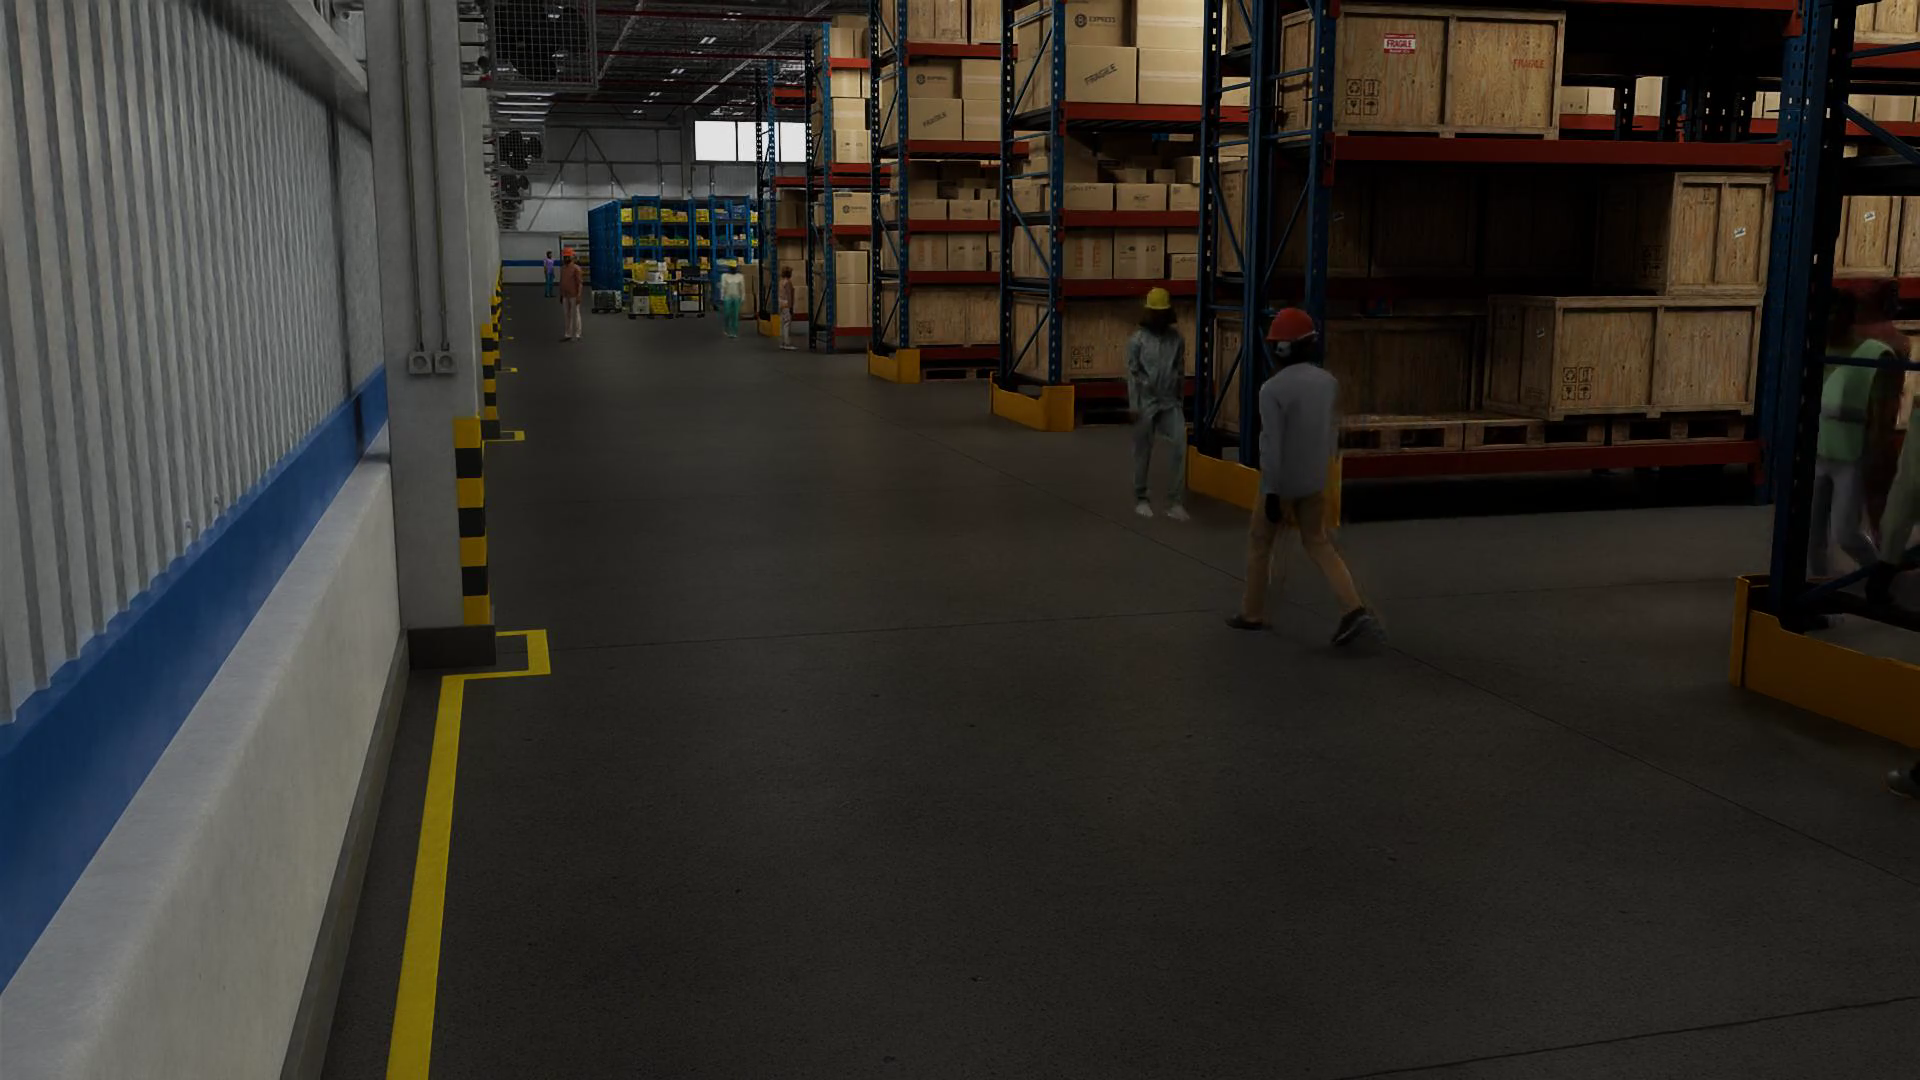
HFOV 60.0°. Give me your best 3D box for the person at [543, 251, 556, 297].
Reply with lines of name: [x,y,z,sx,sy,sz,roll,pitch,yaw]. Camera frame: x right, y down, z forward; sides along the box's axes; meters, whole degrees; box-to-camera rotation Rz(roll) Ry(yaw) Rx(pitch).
person: [-16.370,-10.578,66.244,0.373,1.833,0.562,4,11,23]

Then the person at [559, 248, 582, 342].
person: [-8.261,-5.185,35.240,0.608,1.995,0.376,7,12,33]

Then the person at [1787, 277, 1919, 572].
person: [5.499,-0.682,10.200,1.054,1.844,0.666,-4,11,-21]

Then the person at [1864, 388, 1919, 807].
person: [3.492,0.075,5.590,0.617,1.958,0.933,-2,10,-10]

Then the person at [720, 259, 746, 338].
person: [-4.994,-5.324,36.728,0.541,1.733,0.807,-3,10,-17]

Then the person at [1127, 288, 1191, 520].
person: [1.490,-0.990,12.277,0.502,1.715,0.710,-3,11,-19]

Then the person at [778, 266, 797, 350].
person: [-3.407,-4.548,32.642,0.307,1.639,0.513,-5,11,-25]

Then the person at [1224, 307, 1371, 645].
person: [1.742,-0.326,8.500,0.565,1.723,0.841,-7,12,-35]

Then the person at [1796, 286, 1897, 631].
person: [4.646,-0.417,8.732,0.560,1.818,0.594,-4,11,-22]
